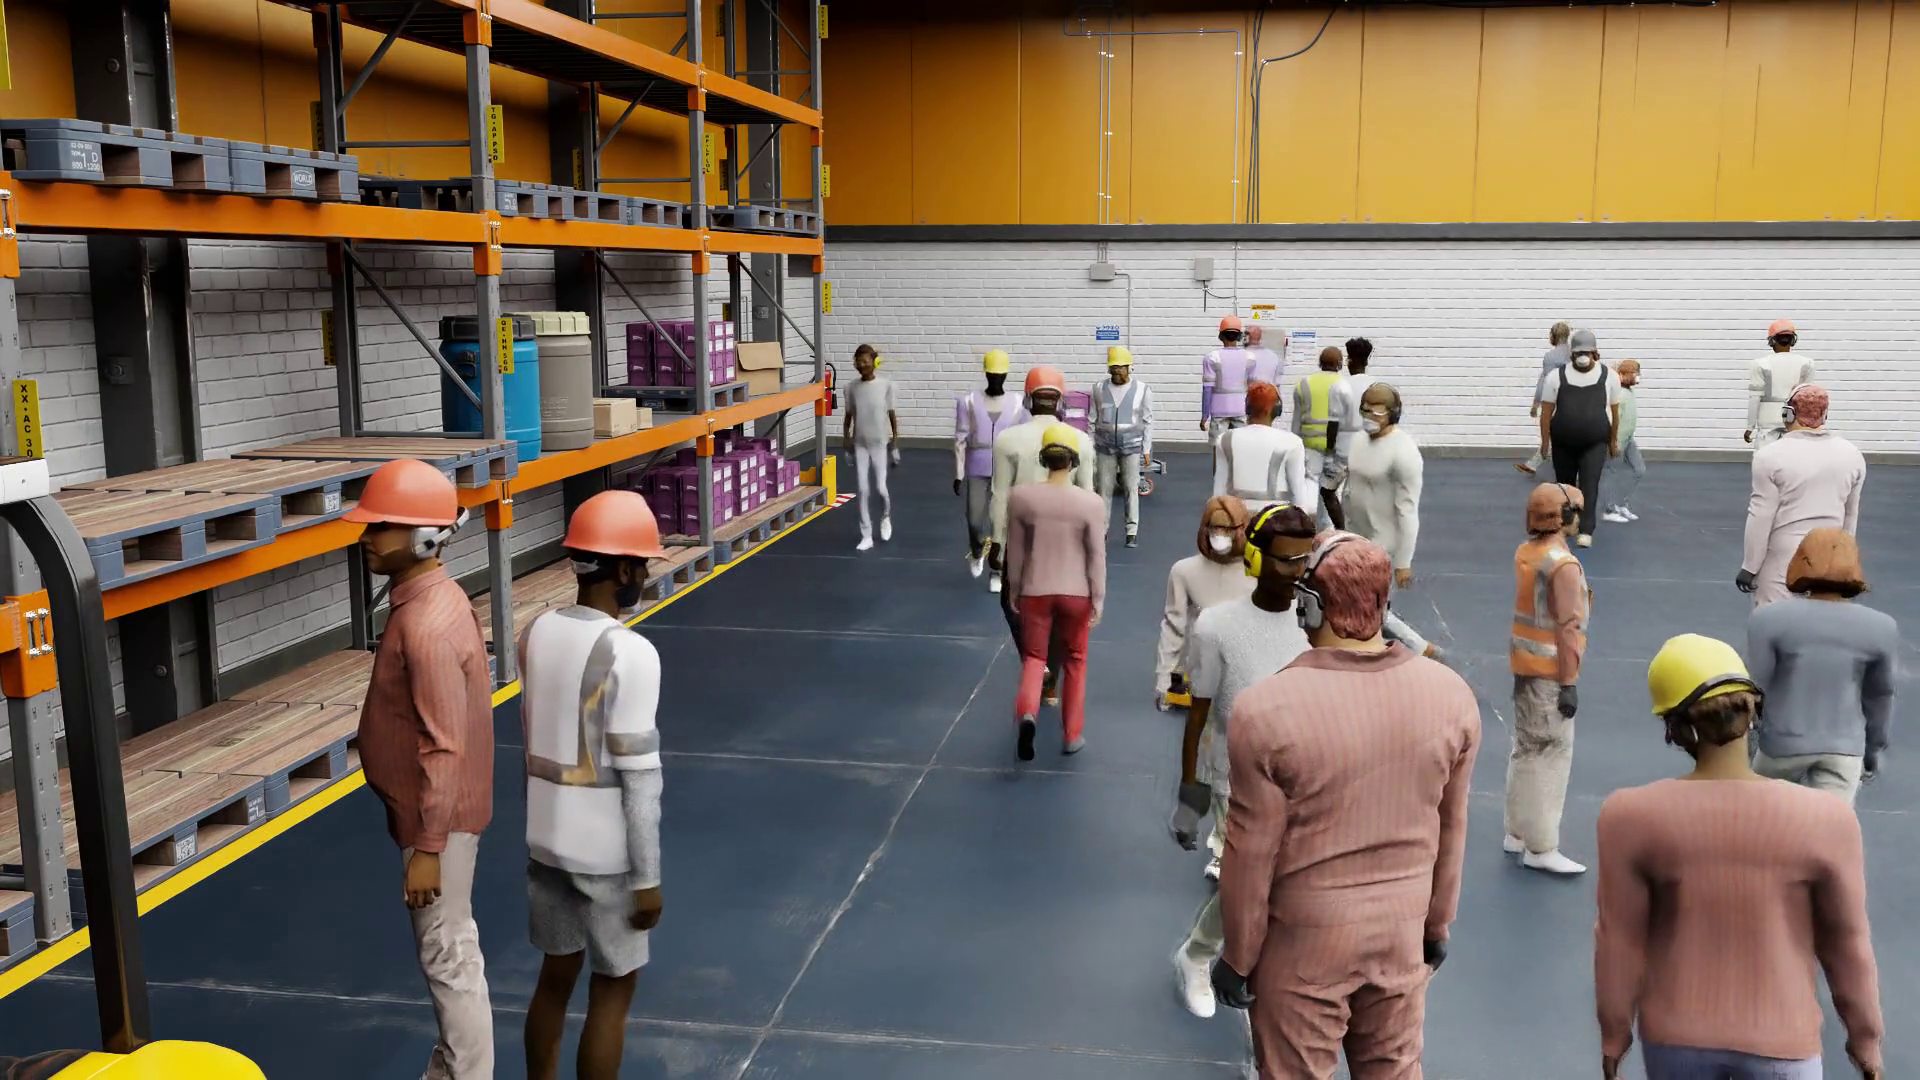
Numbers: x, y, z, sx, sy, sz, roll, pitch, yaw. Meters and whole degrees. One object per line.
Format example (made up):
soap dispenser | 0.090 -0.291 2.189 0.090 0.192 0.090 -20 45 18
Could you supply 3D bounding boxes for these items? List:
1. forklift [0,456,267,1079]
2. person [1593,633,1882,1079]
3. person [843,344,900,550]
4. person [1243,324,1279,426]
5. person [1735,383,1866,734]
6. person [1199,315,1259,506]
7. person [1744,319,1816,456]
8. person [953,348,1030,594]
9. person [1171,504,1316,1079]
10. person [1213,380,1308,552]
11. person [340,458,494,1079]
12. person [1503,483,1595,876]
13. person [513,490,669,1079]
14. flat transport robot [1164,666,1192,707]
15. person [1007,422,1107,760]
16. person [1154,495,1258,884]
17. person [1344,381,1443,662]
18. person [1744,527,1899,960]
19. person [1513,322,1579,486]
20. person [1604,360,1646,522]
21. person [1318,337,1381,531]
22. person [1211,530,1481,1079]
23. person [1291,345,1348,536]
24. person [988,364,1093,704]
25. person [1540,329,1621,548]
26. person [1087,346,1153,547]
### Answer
forklift | -2.328 0.975 2.765 2.313 2.155 1.214 1 9 9
person | 1.633 1.082 3.525 0.588 1.719 0.620 4 10 25
person | -0.796 -0.841 14.998 0.538 1.857 0.466 2 9 11
person | 3.314 -1.526 19.115 0.651 1.890 0.576 -4 10 -22
person | 4.495 0.110 8.984 0.653 1.906 0.408 -2 9 -11
person | 2.827 -1.347 17.549 0.616 2.041 0.380 -2 9 -9
person | 8.014 -1.144 16.311 0.605 2.038 0.390 1 9 8
person | 0.250 -0.554 13.059 0.618 1.911 0.575 0 9 -2
person | 0.915 0.763 5.273 0.504 1.816 0.969 -4 10 -22
person | 1.812 -0.055 10.205 0.589 1.854 0.940 6 11 35
person | -1.495 0.764 4.672 0.374 1.997 0.613 -3 10 -19
person | 2.487 0.576 7.026 0.314 1.613 0.607 0 9 -2
person | -0.983 0.818 4.581 0.551 1.920 0.435 8 12 40
flat transport robot | 1.925 0.851 9.439 1.431 0.197 0.652 6 11 31
person | 0.474 0.277 8.436 0.532 1.740 0.610 2 9 13
person | 1.080 0.603 6.927 0.532 1.583 0.876 4 10 22
person | 2.417 0.047 9.392 0.679 1.903 0.641 -2 9 -12
person | 3.037 0.743 5.981 0.534 1.600 0.713 2 10 15
person | 6.970 -1.611 19.632 0.660 1.889 0.990 -8 12 -40
person | 6.636 -0.975 16.529 0.425 1.620 0.524 9 13 43
person | 3.351 -0.764 14.253 0.639 1.939 0.479 -3 10 -20
person | 0.888 0.923 3.966 0.643 1.910 0.411 -3 10 -19
person | 3.376 -0.882 15.359 0.636 1.819 0.675 3 10 17
person | 0.479 -0.016 9.532 0.635 1.976 0.513 -2 10 -14
person | 5.737 -1.002 15.426 0.678 2.000 1.020 4 10 23
person | 1.444 -0.841 15.074 0.593 1.832 0.403 2 10 14
